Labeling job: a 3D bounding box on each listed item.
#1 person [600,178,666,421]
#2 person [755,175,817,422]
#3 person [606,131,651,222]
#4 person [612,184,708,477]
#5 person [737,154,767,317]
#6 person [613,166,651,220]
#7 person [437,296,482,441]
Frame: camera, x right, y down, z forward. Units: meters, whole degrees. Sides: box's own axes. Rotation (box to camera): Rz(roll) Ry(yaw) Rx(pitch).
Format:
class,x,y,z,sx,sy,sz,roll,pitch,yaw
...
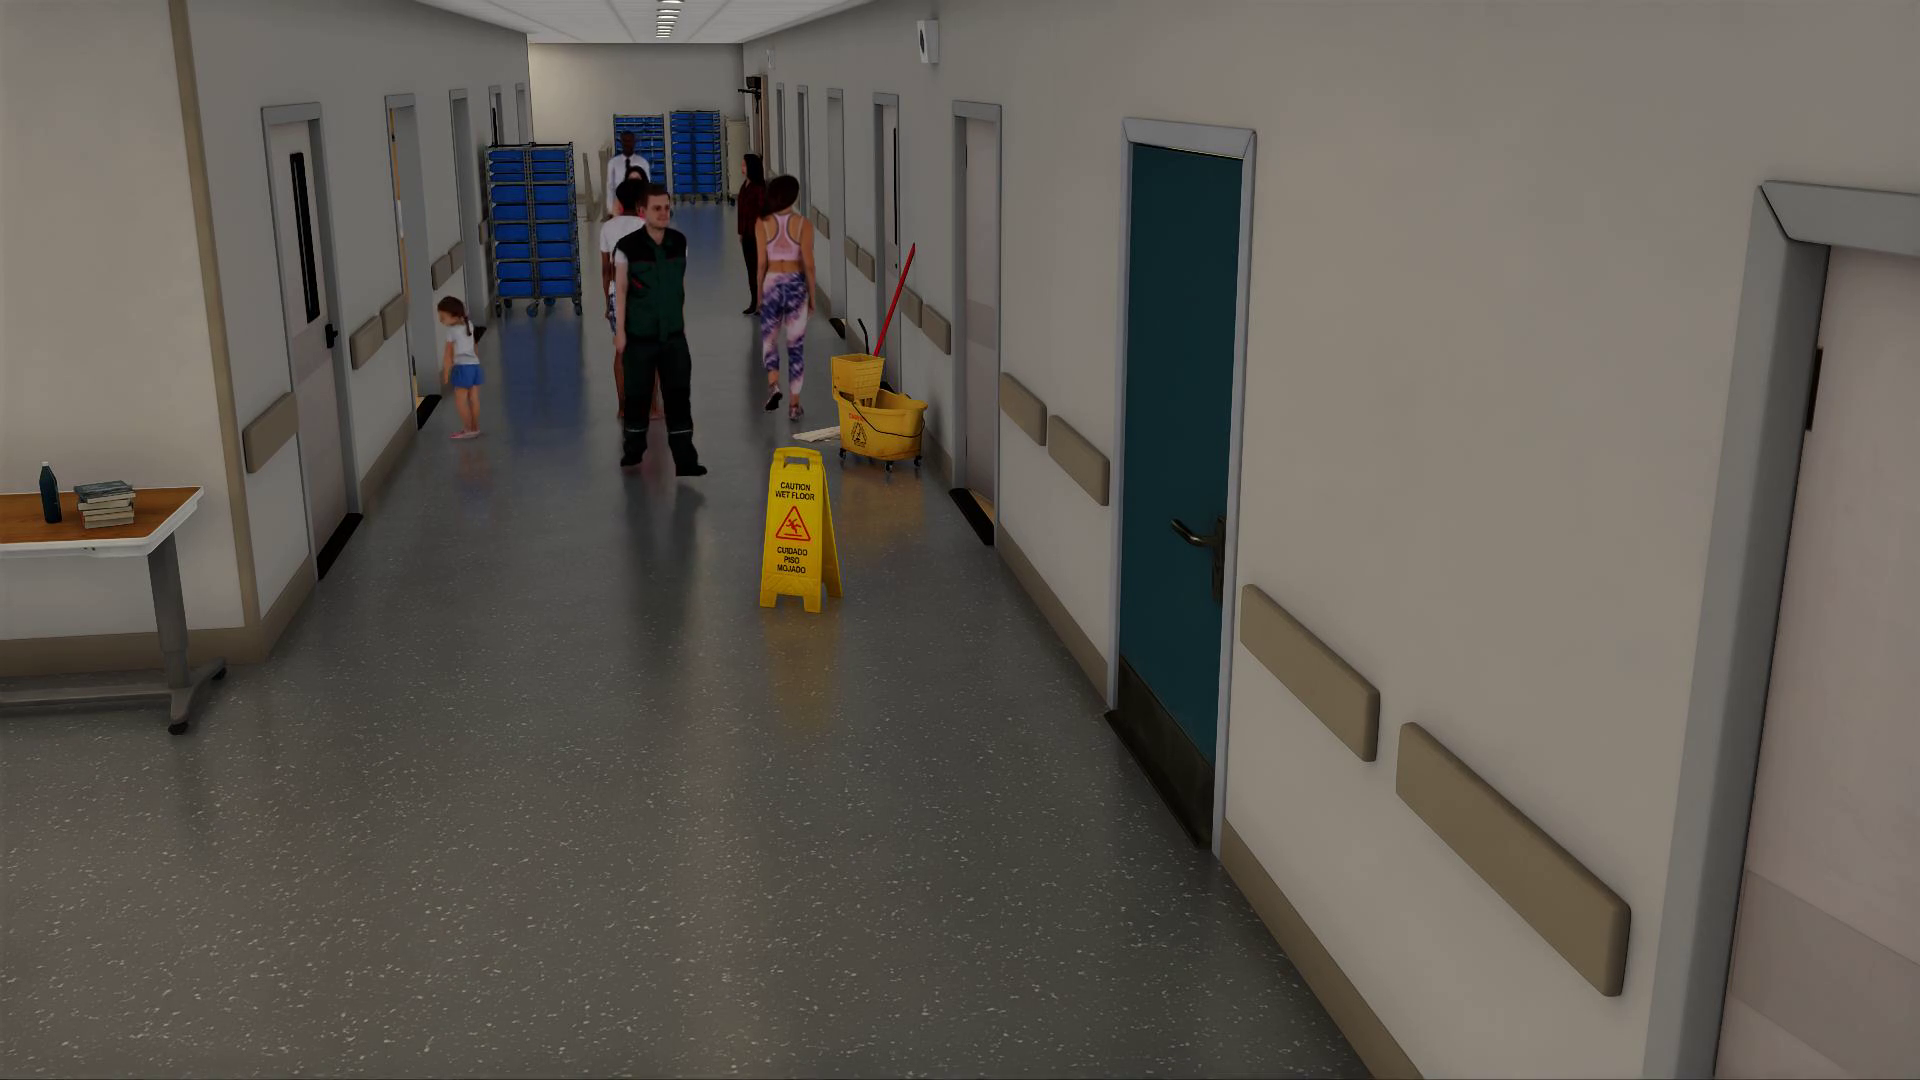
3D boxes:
class,x,y,z,sx,sy,sz,roll,pitch,yaw
person,-2.376,-1.748,12.098,0.719,1.731,0.701,5,16,17
person,-1.262,-1.713,11.924,0.637,1.757,0.745,-1,16,-2
person,-3.713,-3.670,18.764,0.705,1.813,0.923,-1,16,-3
person,-1.931,-1.282,10.318,0.921,1.795,1.120,-10,18,-31
person,-2.126,-3.174,17.301,0.715,1.651,0.595,-11,19,-35
person,-2.919,-2.532,15.081,0.720,1.620,1.120,0,16,0
person,-3.411,-1.198,11.490,0.612,1.001,0.521,13,20,39
